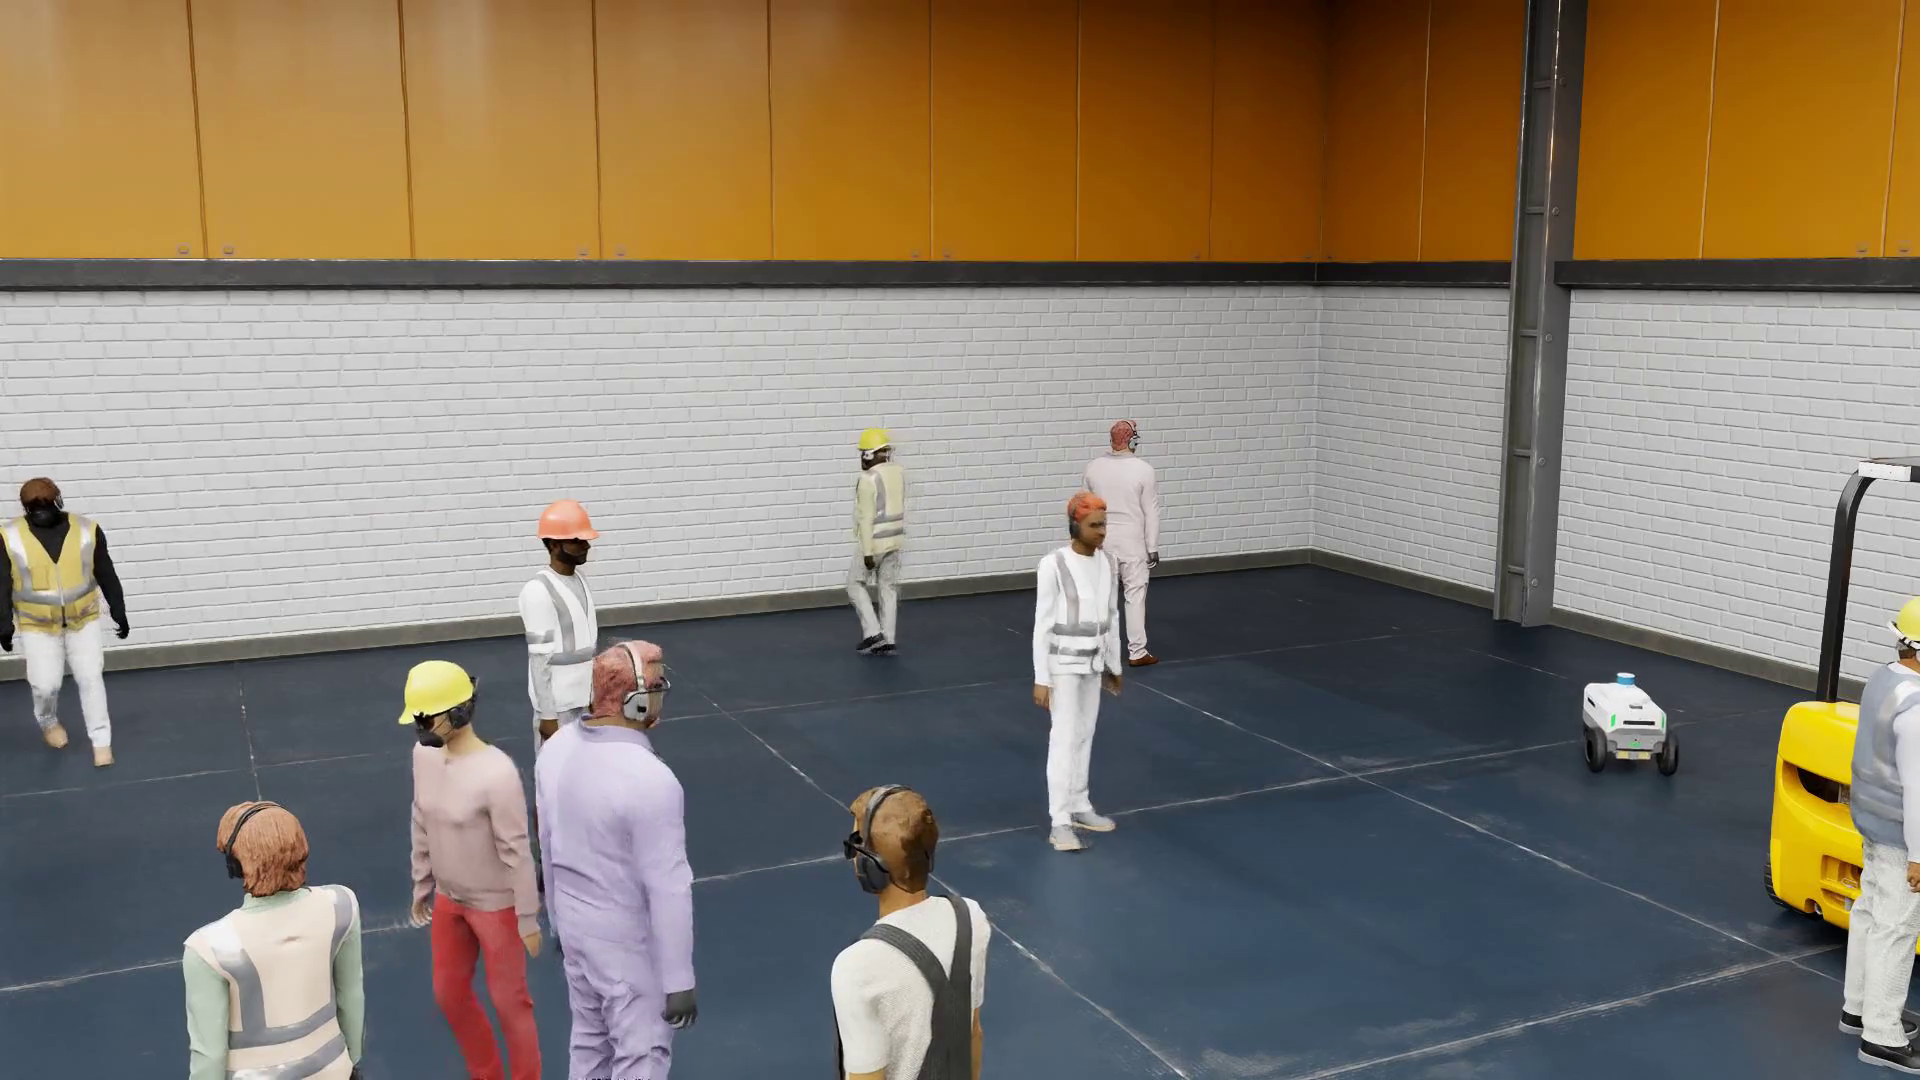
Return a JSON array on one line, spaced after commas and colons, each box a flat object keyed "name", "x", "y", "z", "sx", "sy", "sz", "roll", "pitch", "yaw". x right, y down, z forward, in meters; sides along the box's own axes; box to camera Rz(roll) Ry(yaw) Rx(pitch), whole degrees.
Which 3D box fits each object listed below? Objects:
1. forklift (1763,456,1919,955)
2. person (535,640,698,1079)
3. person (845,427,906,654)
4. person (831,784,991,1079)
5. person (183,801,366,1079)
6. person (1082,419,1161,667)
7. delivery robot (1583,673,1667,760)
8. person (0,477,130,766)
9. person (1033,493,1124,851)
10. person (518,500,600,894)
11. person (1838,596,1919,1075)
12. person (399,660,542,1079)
[{"name": "forklift", "x": 4.857, "y": 0.731, "z": 7.561, "sx": 2.313, "sy": 2.155, "sz": 1.214, "roll": -4, "pitch": 10, "yaw": -25}, {"name": "person", "x": -1.061, "y": 1.253, "z": 5.269, "sx": 0.705, "sy": 1.894, "sz": 0.395, "roll": 9, "pitch": 13, "yaw": 44}, {"name": "person", "x": -0.660, "y": 0.018, "z": 13.166, "sx": 0.429, "sy": 1.815, "sz": 0.590, "roll": 6, "pitch": 11, "yaw": 33}, {"name": "person", "x": -0.136, "y": 1.481, "z": 3.986, "sx": 0.331, "sy": 1.843, "sz": 0.520, "roll": 7, "pitch": 11, "yaw": 36}, {"name": "person", "x": -1.826, "y": 1.502, "z": 4.490, "sx": 0.306, "sy": 1.640, "sz": 0.523, "roll": 6, "pitch": 11, "yaw": 34}, {"name": "person", "x": 1.264, "y": 0.025, "z": 12.830, "sx": 0.639, "sy": 1.908, "sz": 0.409, "roll": 6, "pitch": 11, "yaw": 33}, {"name": "delivery robot", "x": 4.096, "y": 1.065, "z": 10.265, "sx": 0.477, "sy": 0.478, "sz": 0.707, "roll": 1, "pitch": 9, "yaw": 7}, {"name": "person", "x": -5.532, "y": 0.492, "z": 10.246, "sx": 0.733, "sy": 1.814, "sz": 0.577, "roll": -7, "pitch": 11, "yaw": -37}, {"name": "person", "x": 0.651, "y": 0.691, "z": 8.833, "sx": 0.653, "sy": 1.874, "sz": 0.457, "roll": -9, "pitch": 13, "yaw": -44}, {"name": "person", "x": -1.914, "y": 0.764, "z": 8.142, "sx": 0.364, "sy": 1.939, "sz": 0.542, "roll": 2, "pitch": 9, "yaw": 11}, {"name": "person", "x": 3.642, "y": 1.101, "z": 6.386, "sx": 0.404, "sy": 1.830, "sz": 0.601, "roll": 3, "pitch": 10, "yaw": 15}, {"name": "person", "x": -1.686, "y": 1.254, "z": 5.716, "sx": 0.575, "sy": 1.741, "sz": 0.395, "roll": 6, "pitch": 11, "yaw": 35}]
